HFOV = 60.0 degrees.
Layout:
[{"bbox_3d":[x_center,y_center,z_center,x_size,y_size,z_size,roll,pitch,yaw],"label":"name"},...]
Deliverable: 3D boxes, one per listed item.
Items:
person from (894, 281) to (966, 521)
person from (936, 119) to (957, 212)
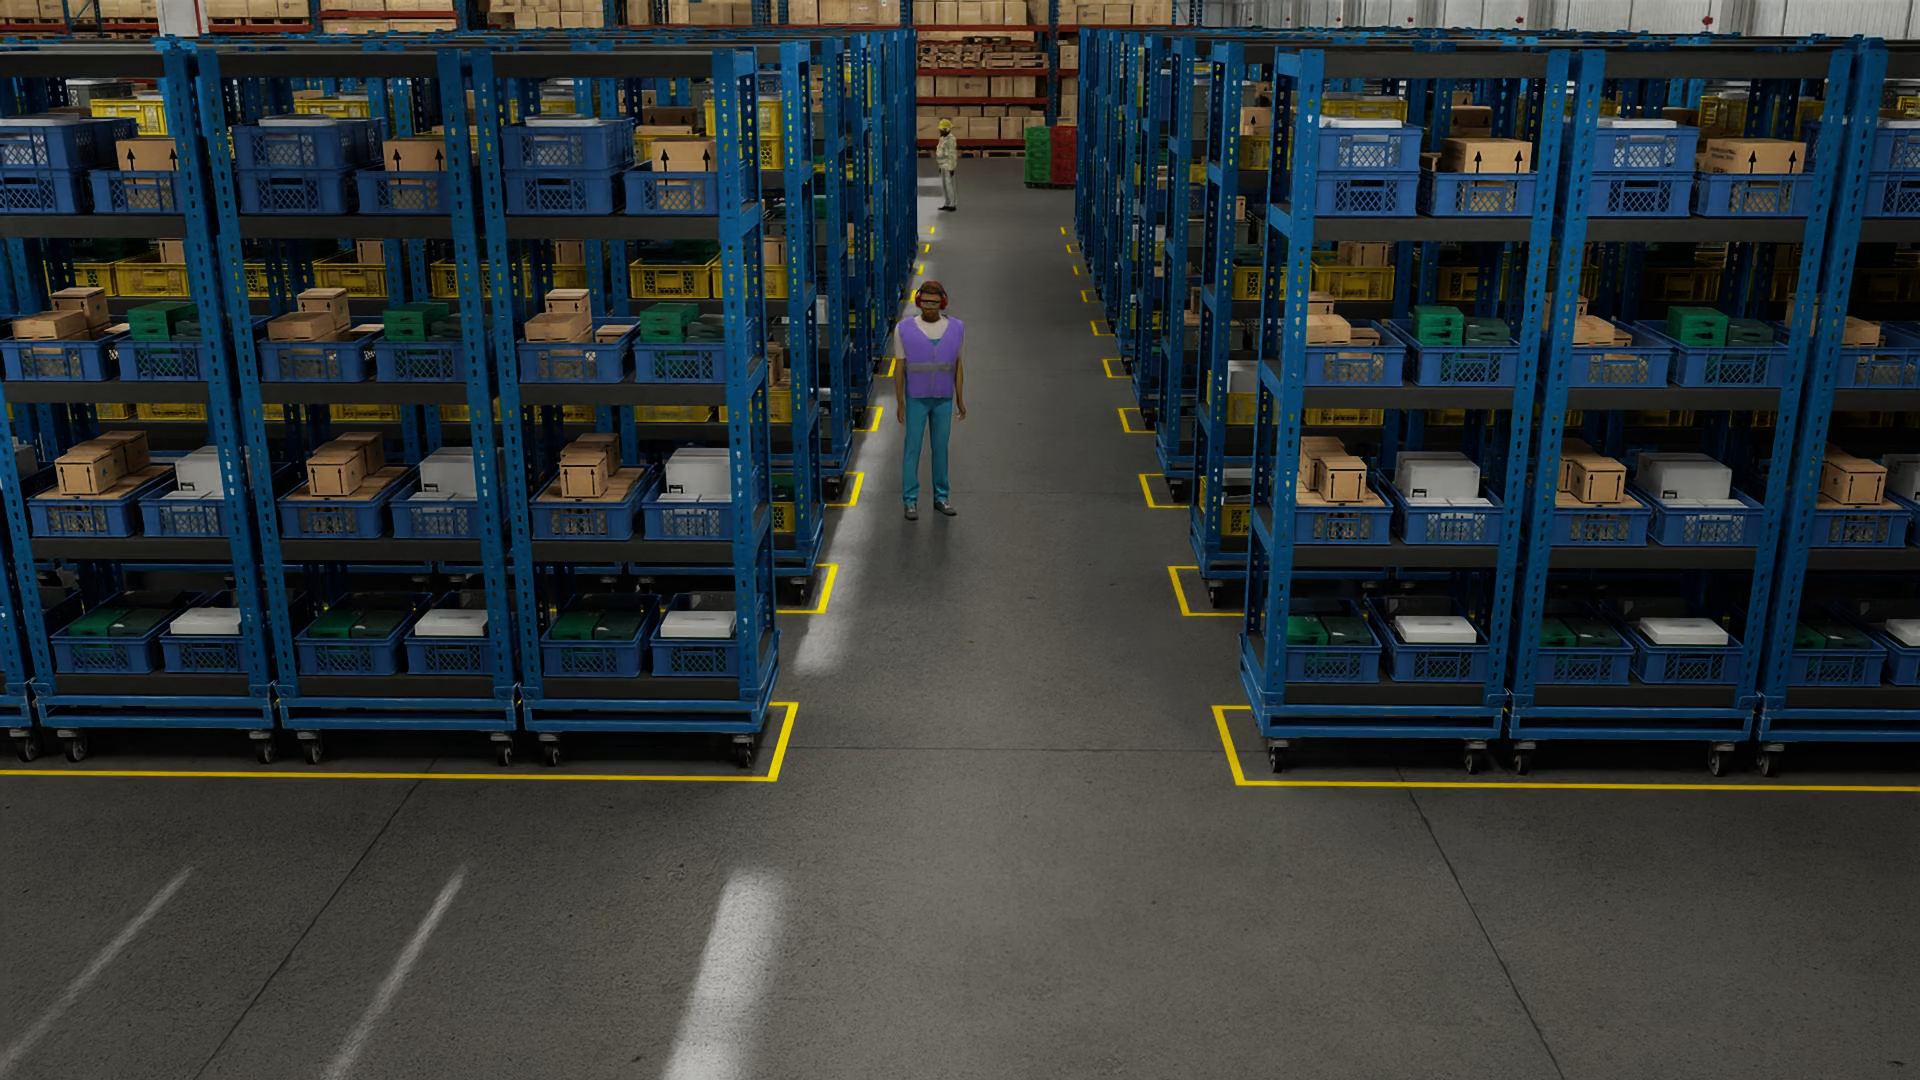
[{"bbox_3d":[-0.235,-1.080,12.792,0.563,1.839,0.392,-6,18,-19],"label":"person"},{"bbox_3d":[-0.272,-7.473,33.206,0.404,1.825,0.597,-6,18,-19],"label":"person"}]
